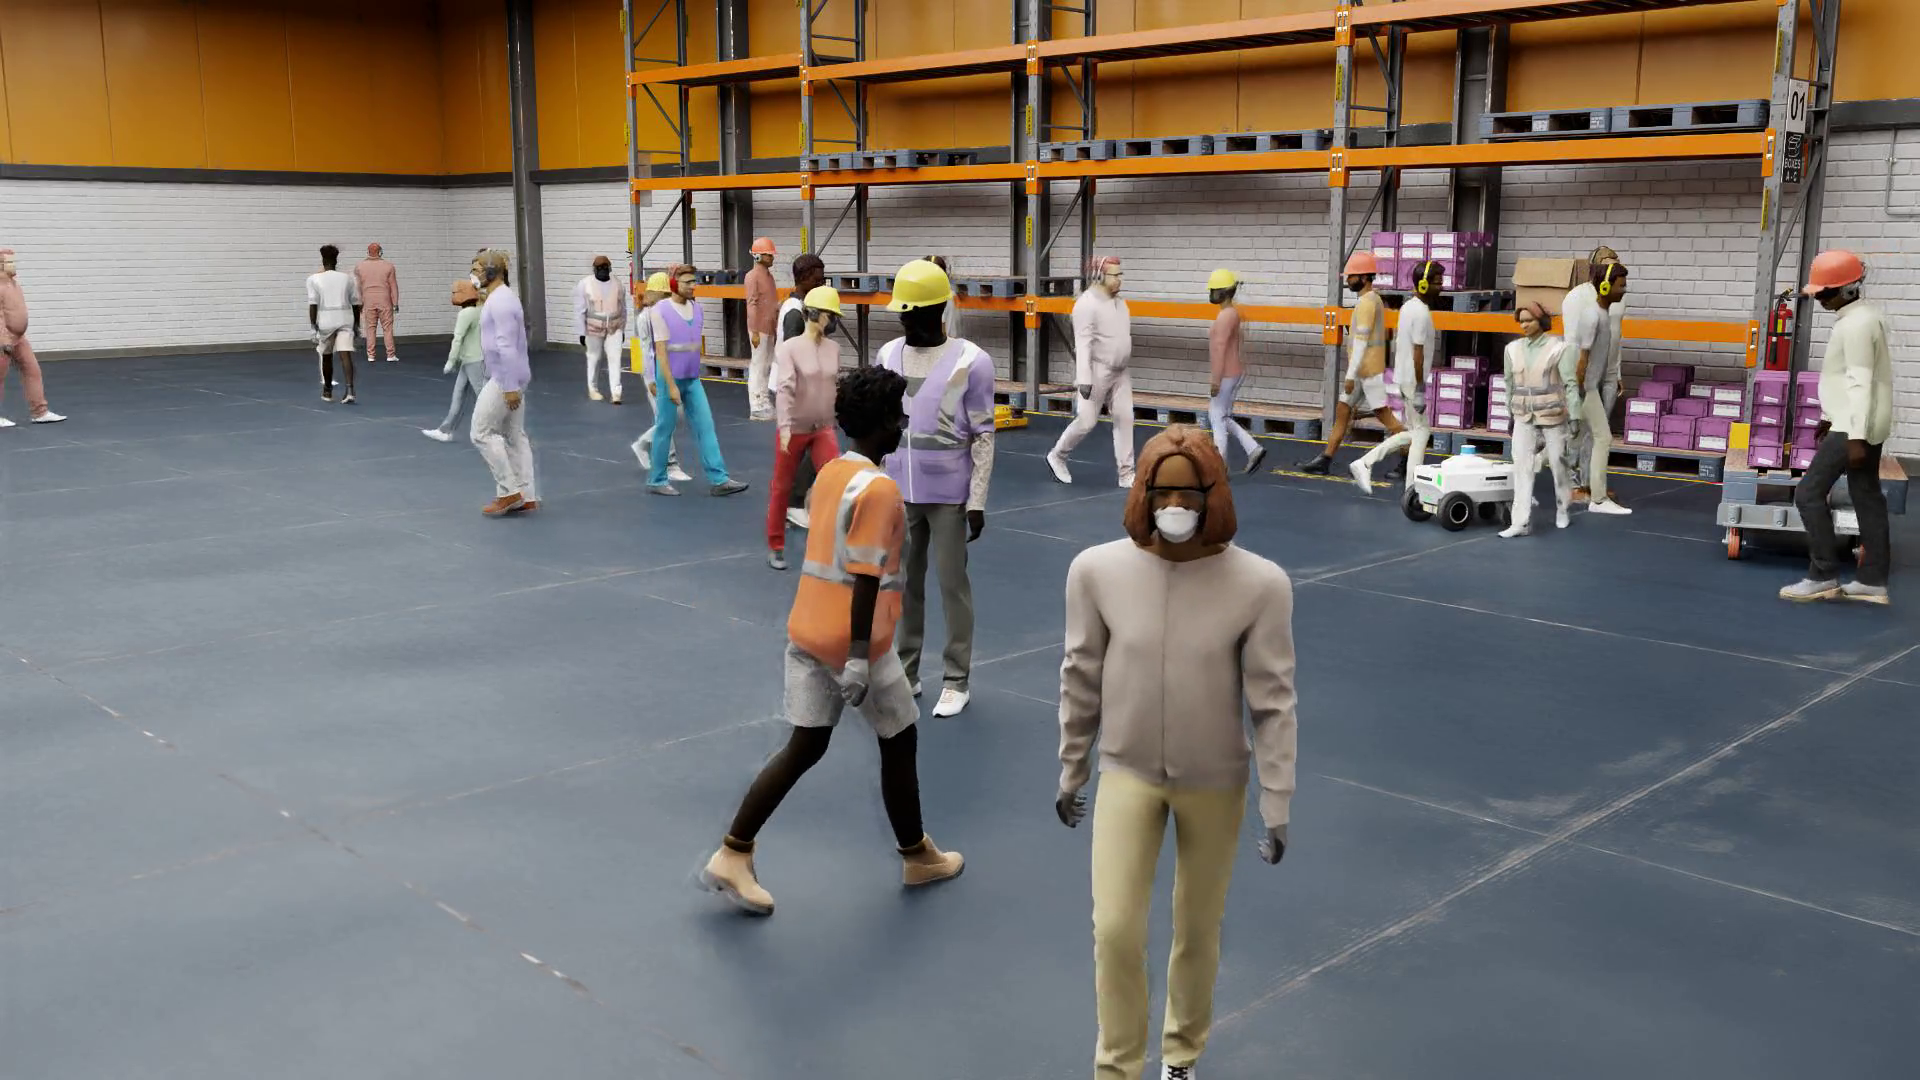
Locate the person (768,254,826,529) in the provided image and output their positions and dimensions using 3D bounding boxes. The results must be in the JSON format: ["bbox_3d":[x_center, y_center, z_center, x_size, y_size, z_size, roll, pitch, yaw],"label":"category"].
[{"bbox_3d":[-1.070,-1.010,11.458,0.508,1.896,0.587,-1,10,-7],"label":"person"}]

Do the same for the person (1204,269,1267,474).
[{"bbox_3d":[2.207,-1.337,13.614,0.483,1.752,0.531,3,11,16],"label":"person"}]

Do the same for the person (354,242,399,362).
[{"bbox_3d":[-9.304,-3.795,26.601,0.651,1.906,0.409,-1,10,-8],"label":"person"}]

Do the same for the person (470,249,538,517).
[{"bbox_3d":[-3.315,-1.111,11.919,0.550,1.920,0.660,-3,11,-14],"label":"person"}]

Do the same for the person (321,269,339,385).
[{"bbox_3d":[-8.574,-2.917,22.659,0.359,1.596,0.656,-4,11,-21],"label":"person"}]

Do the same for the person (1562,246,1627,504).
[{"bbox_3d":[4.824,-1.252,12.649,0.630,1.940,0.372,-7,12,-33],"label":"person"}]

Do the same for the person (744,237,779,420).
[{"bbox_3d":[-2.164,-2.323,18.337,0.381,1.994,0.622,3,11,14],"label":"person"}]

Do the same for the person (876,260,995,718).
[{"bbox_3d":[-0.139,-0.209,7.017,0.584,1.919,0.381,6,12,30],"label":"person"}]

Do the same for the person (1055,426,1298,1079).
[{"bbox_3d":[0.453,0.566,3.597,0.531,1.607,0.645,2,11,11],"label":"person"}]

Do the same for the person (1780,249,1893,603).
[{"bbox_3d":[4.854,-0.607,9.122,0.655,1.935,0.762,7,12,33],"label":"person"}]

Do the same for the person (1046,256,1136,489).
[{"bbox_3d":[1.104,-1.341,13.359,0.914,1.869,0.655,9,14,41],"label":"person"}]

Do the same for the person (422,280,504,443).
[{"bbox_3d":[-4.808,-1.713,16.123,0.855,1.587,0.502,-1,10,-7],"label":"person"}]

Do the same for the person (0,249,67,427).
[{"bbox_3d":[-9.978,-2.129,17.610,0.856,1.872,0.677,-1,10,-5],"label":"person"}]

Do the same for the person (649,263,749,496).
[{"bbox_3d":[-2.071,-1.205,12.761,0.917,1.804,0.570,6,12,31],"label":"person"}]

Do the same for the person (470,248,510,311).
[{"bbox_3d":[-7.820,-3.947,27.720,0.645,1.801,0.689,-1,10,-7],"label":"person"}]

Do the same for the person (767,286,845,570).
[{"bbox_3d":[-0.886,-0.635,9.887,0.612,1.712,0.896,-9,13,-39],"label":"person"}]

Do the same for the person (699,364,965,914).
[{"bbox_3d":[-0.387,0.299,4.992,0.830,1.647,0.564,-6,12,-29],"label":"person"}]

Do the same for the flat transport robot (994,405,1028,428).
[{"bbox_3d":[-0.029,-1.348,17.725,1.431,0.197,0.652,10,14,42],"label":"flat transport robot"}]

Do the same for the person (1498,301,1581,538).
[{"bbox_3d":[3.982,-0.830,11.312,0.867,1.590,0.584,-10,14,-44],"label":"person"}]

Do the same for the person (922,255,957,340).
[{"bbox_3d":[-0.297,-1.602,14.839,0.868,1.833,0.573,2,11,9],"label":"person"}]

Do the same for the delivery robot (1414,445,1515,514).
[{"bbox_3d":[3.545,-0.420,11.630,0.707,0.478,0.477,-4,11,-19],"label":"delivery robot"}]

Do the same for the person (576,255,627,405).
[{"bbox_3d":[-4.329,-2.548,20.140,0.625,1.801,0.988,-4,11,-23],"label":"person"}]

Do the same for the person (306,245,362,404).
[{"bbox_3d":[-7.551,-2.605,20.126,0.623,1.917,1.010,-6,12,-31],"label":"person"}]

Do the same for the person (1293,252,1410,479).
[{"bbox_3d":[3.369,-1.431,13.797,1.051,1.882,0.558,2,11,13],"label":"person"}]

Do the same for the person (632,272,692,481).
[{"bbox_3d":[-2.498,-1.360,13.828,0.639,1.723,0.497,6,12,28],"label":"person"}]

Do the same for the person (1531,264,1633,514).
[{"bbox_3d":[4.497,-1.106,12.181,0.831,1.830,0.516,4,11,20],"label":"person"}]

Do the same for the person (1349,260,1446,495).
[{"bbox_3d":[3.314,-1.156,12.396,0.608,1.841,0.528,0,10,1],"label":"person"}]
